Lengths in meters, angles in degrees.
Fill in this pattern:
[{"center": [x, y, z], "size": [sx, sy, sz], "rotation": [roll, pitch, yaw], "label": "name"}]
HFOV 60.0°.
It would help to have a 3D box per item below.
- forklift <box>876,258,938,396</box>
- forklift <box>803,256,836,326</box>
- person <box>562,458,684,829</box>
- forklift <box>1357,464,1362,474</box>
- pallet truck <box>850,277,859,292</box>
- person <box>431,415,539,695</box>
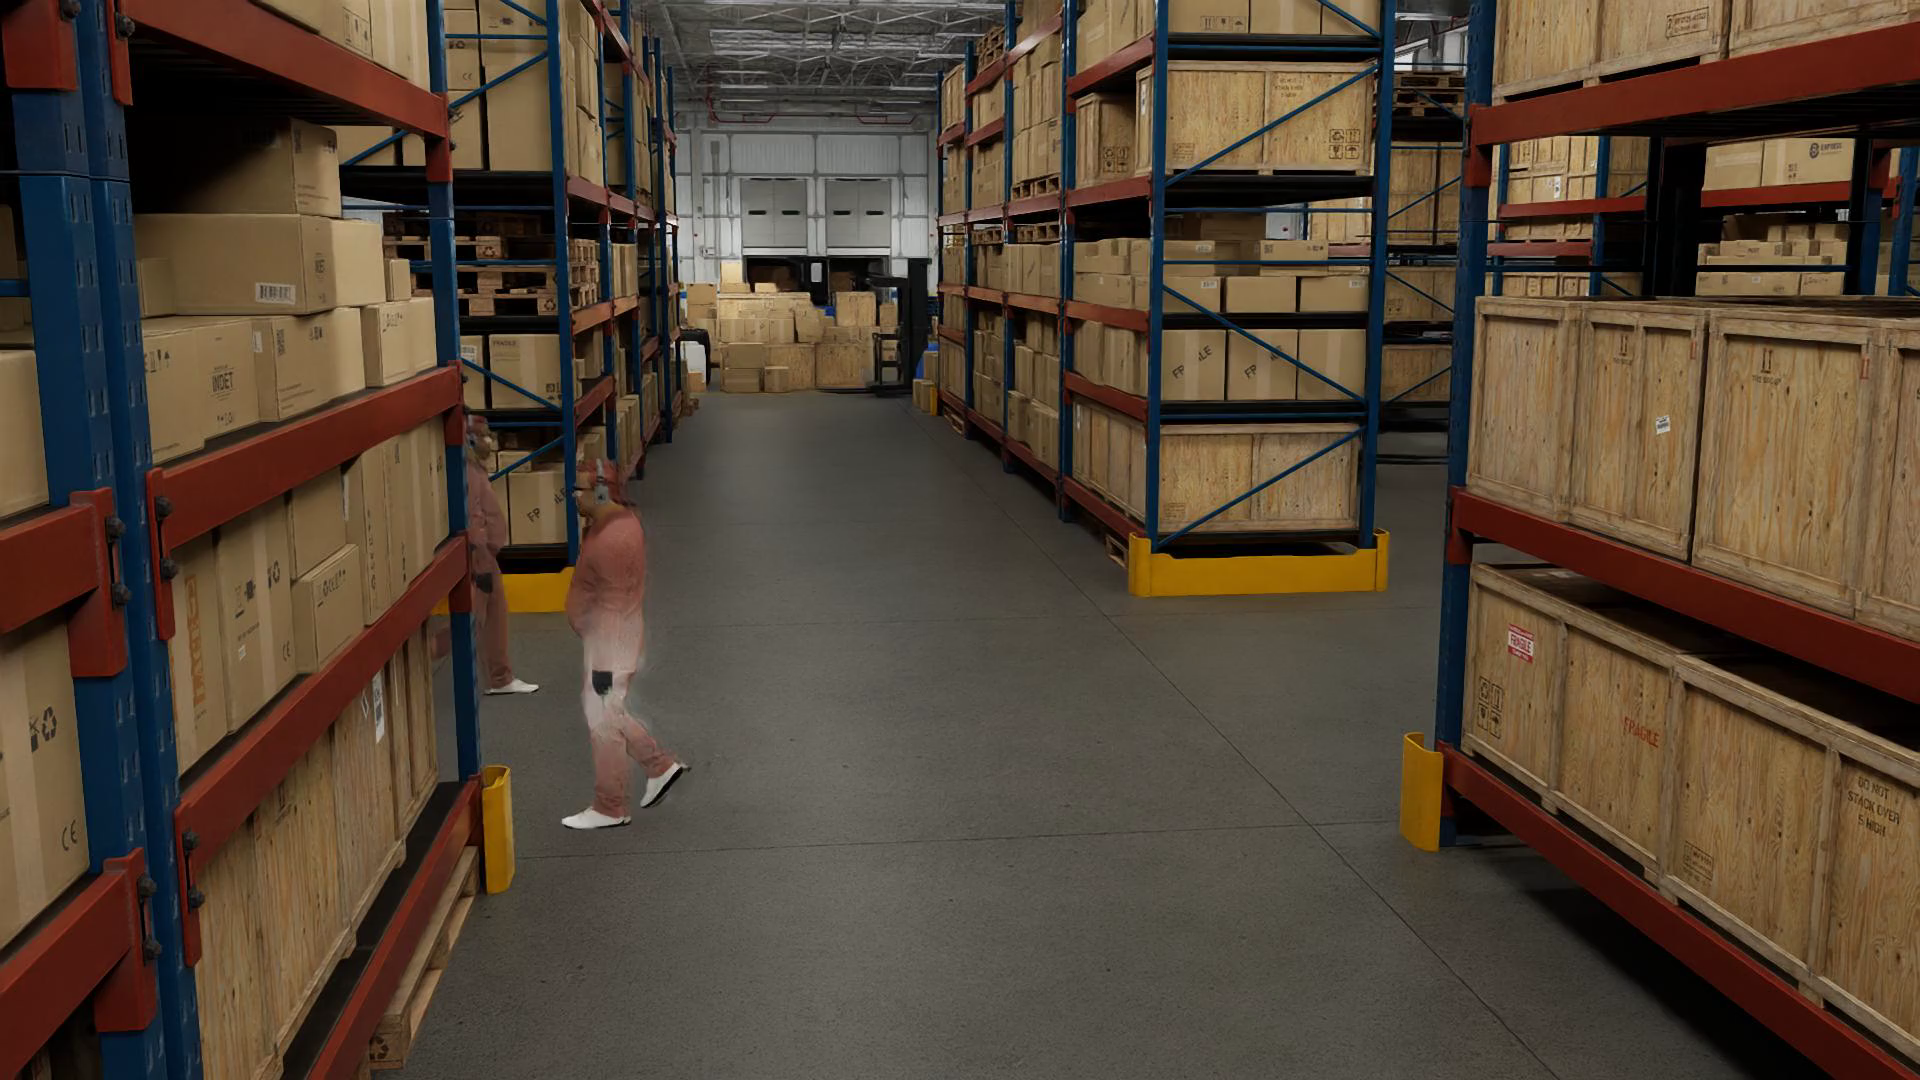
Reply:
[{"center": [-0.841, -4.373, 34.025], "size": [1.873, 2.768, 1.129], "rotation": [-1, 10, -8], "label": "forklift"}, {"center": [-5.026, -8.560, 58.401], "size": [1.129, 2.768, 1.873], "rotation": [-9, 13, -41], "label": "forklift"}, {"center": [-1.740, 0.526, 8.360], "size": [0.500, 1.893, 0.668], "rotation": [-1, 10, -7], "label": "person"}, {"center": [4.209, -2.192, 21.328], "size": [1.873, 2.768, 1.129], "rotation": [3, 10, 19], "label": "forklift"}, {"center": [-3.782, -9.391, 65.808], "size": [1.885, 1.965, 0.823], "rotation": [2, 10, 10], "label": "pallet truck"}, {"center": [-3.206, 0.132, 10.718], "size": [0.809, 1.878, 0.649], "rotation": [-2, 10, -14], "label": "person"}]
